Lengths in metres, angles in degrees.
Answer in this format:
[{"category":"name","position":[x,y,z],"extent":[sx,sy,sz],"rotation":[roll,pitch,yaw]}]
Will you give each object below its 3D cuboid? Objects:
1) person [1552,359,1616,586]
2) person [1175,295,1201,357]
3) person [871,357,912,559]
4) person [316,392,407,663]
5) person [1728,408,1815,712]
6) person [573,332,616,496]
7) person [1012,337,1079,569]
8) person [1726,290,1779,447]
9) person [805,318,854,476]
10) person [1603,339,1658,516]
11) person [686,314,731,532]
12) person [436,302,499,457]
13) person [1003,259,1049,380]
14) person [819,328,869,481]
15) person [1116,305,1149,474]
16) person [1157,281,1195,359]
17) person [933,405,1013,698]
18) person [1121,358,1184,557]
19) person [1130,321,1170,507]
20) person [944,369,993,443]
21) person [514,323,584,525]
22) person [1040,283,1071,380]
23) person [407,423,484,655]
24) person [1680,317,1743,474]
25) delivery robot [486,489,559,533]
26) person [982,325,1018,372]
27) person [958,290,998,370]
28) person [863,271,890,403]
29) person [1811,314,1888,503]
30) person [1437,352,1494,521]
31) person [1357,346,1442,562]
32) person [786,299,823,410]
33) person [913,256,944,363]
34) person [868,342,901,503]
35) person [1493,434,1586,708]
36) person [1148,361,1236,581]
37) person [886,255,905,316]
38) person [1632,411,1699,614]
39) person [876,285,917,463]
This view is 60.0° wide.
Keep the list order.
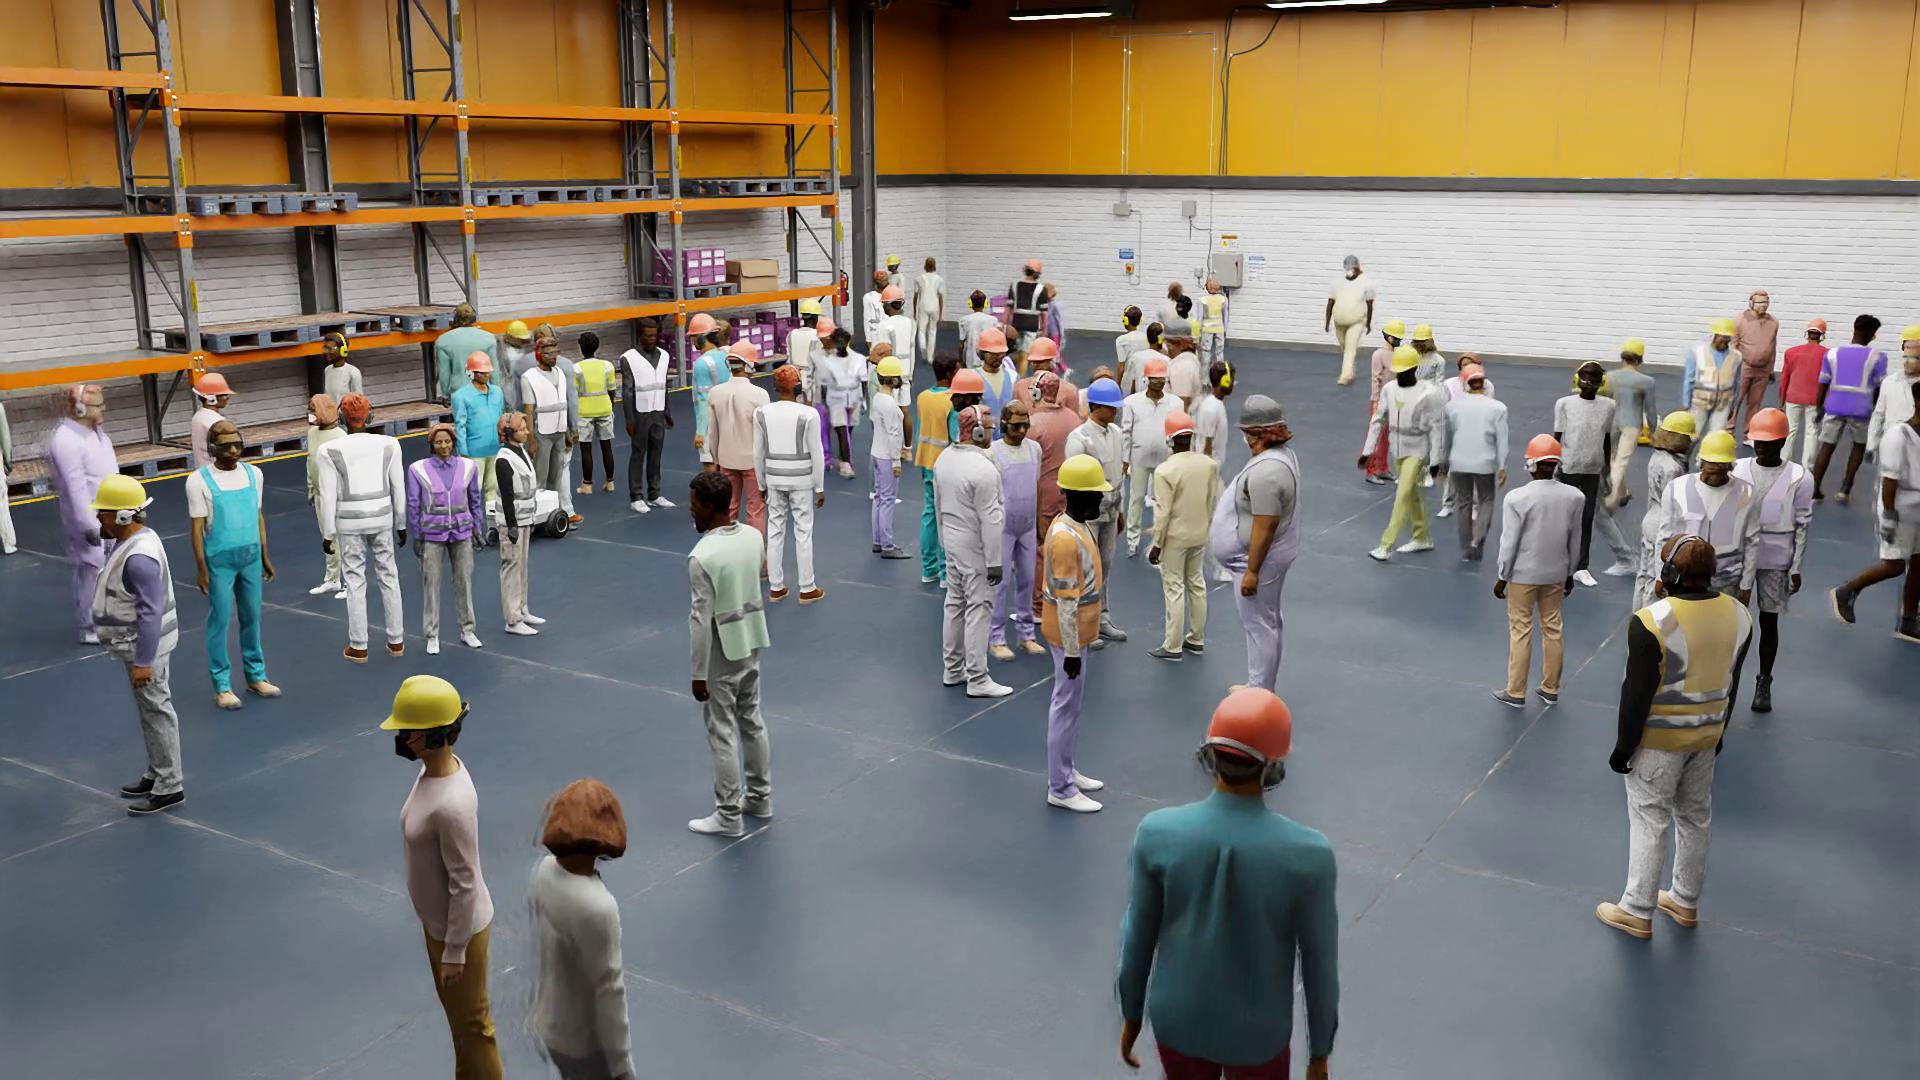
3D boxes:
[{"category":"person","position":[5.059,-0.540,13.539],"extent":[0.534,1.863,0.321],"rotation":[0,13,-1]},{"category":"person","position":[2.938,-2.361,21.816],"extent":[0.319,1.694,0.538],"rotation":[-8,15,-30]},{"category":"person","position":[-0.614,-0.719,14.528],"extent":[0.316,1.769,0.525],"rotation":[-4,14,-17]},{"category":"person","position":[-4.125,-0.087,11.526],"extent":[0.584,1.882,0.346],"rotation":[-9,16,-35]},{"category":"person","position":[5.024,0.126,10.487],"extent":[0.551,1.935,0.371],"rotation":[9,16,33]},{"category":"person","position":[-3.805,-1.303,17.213],"extent":[0.535,1.697,0.318],"rotation":[-10,16,-36]},{"category":"person","position":[0.702,-0.707,13.970],"extent":[0.613,1.995,0.391],"rotation":[7,15,28]},{"category":"person","position":[9.494,-2.037,19.937],"extent":[0.644,1.907,0.400],"rotation":[-2,13,-8]},{"category":"person","position":[-1.434,-1.573,18.298],"extent":[0.576,1.736,0.355],"rotation":[3,13,14]},{"category":"person","position":[6.555,-1.112,16.337],"extent":[0.541,1.710,0.923],"rotation":[12,17,41]},{"category":"person","position":[-2.350,-1.090,15.533],"extent":[0.395,2.038,0.615],"rotation":[3,13,14]},{"category":"person","position":[-5.276,-1.586,17.909],"extent":[0.628,1.940,0.373],"rotation":[-4,14,-16]},{"category":"person","position":[1.014,-3.141,24.535],"extent":[0.642,1.994,0.926],"rotation":[6,14,24]},{"category":"person","position":[-1.263,-1.496,18.161],"extent":[0.528,1.638,0.890],"rotation":[-4,14,-17]},{"category":"person","position":[1.890,-1.653,18.353],"extent":[0.534,1.868,0.309],"rotation":[-9,16,-35]},{"category":"person","position":[2.882,-2.546,22.313],"extent":[0.517,1.830,0.390],"rotation":[3,13,13]},{"category":"person","position":[0.099,0.068,10.804],"extent":[0.407,1.906,0.655],"rotation":[-8,15,-30]},{"category":"person","position":[1.677,-0.720,14.546],"extent":[0.560,1.756,0.318],"rotation":[-1,13,-2]},{"category":"person","position":[1.920,-1.257,16.669],"extent":[0.524,1.858,0.338],"rotation":[12,18,42]},{"category":"person","position":[0.071,-0.303,12.346],"extent":[0.371,1.939,0.543],"rotation":[-1,13,-3]},{"category":"person","position":[-3.879,-1.082,15.724],"extent":[0.630,1.940,0.371],"rotation":[4,13,15]},{"category":"person","position":[1.464,-3.102,25.209],"extent":[0.570,1.606,0.533],"rotation":[-8,15,-32]},{"category":"person","position":[-3.629,-0.019,11.763],"extent":[0.512,1.642,0.311],"rotation":[-8,15,-30]},{"category":"person","position":[7.998,-1.484,17.756],"extent":[0.599,1.809,0.610],"rotation":[2,13,9]},{"category":"delivery robot","position":[-3.981,-0.295,15.134],"extent":[0.477,0.478,0.707],"rotation":[6,14,24]},{"category":"person","position":[0.417,-1.213,16.530],"extent":[0.429,1.837,0.624],"rotation":[2,13,8]},{"category":"person","position":[0.233,-2.154,20.556],"extent":[0.508,1.860,0.334],"rotation":[1,13,3]},{"category":"person","position":[-1.125,-2.880,23.644],"extent":[0.352,1.883,0.576],"rotation":[12,18,43]},{"category":"person","position":[8.919,-1.306,16.710],"extent":[0.507,1.929,0.639],"rotation":[-12,17,-42]},{"category":"person","position":[4.873,-1.001,16.051],"extent":[0.518,1.632,0.317],"rotation":[8,15,32]},{"category":"person","position":[3.807,-0.748,14.409],"extent":[0.960,1.863,0.626],"rotation":[-8,15,-32]},{"category":"person","position":[-1.668,-1.718,18.532],"extent":[0.590,1.918,0.401],"rotation":[10,16,37]},{"category":"person","position":[-0.523,-3.857,28.029],"extent":[0.520,1.820,0.673],"rotation":[-1,13,-6]},{"category":"person","position":[-0.781,-1.188,16.850],"extent":[0.273,1.632,0.507],"rotation":[-4,14,-18]},{"category":"person","position":[3.662,0.193,10.597],"extent":[0.572,1.749,0.341],"rotation":[-3,13,-13]},{"category":"person","position":[2.007,-0.572,13.785],"extent":[0.854,1.830,0.553],"rotation":[2,13,7]},{"category":"person","position":[-1.163,-4.159,29.472],"extent":[0.341,1.760,0.527],"rotation":[-9,16,-34]},{"category":"person","position":[4.946,-0.040,11.653],"extent":[0.306,1.736,0.487],"rotation":[2,13,8]},{"category":"person","position":[-0.764,-1.856,18.852],"extent":[0.382,2.041,0.616],"rotation":[10,16,37]}]
